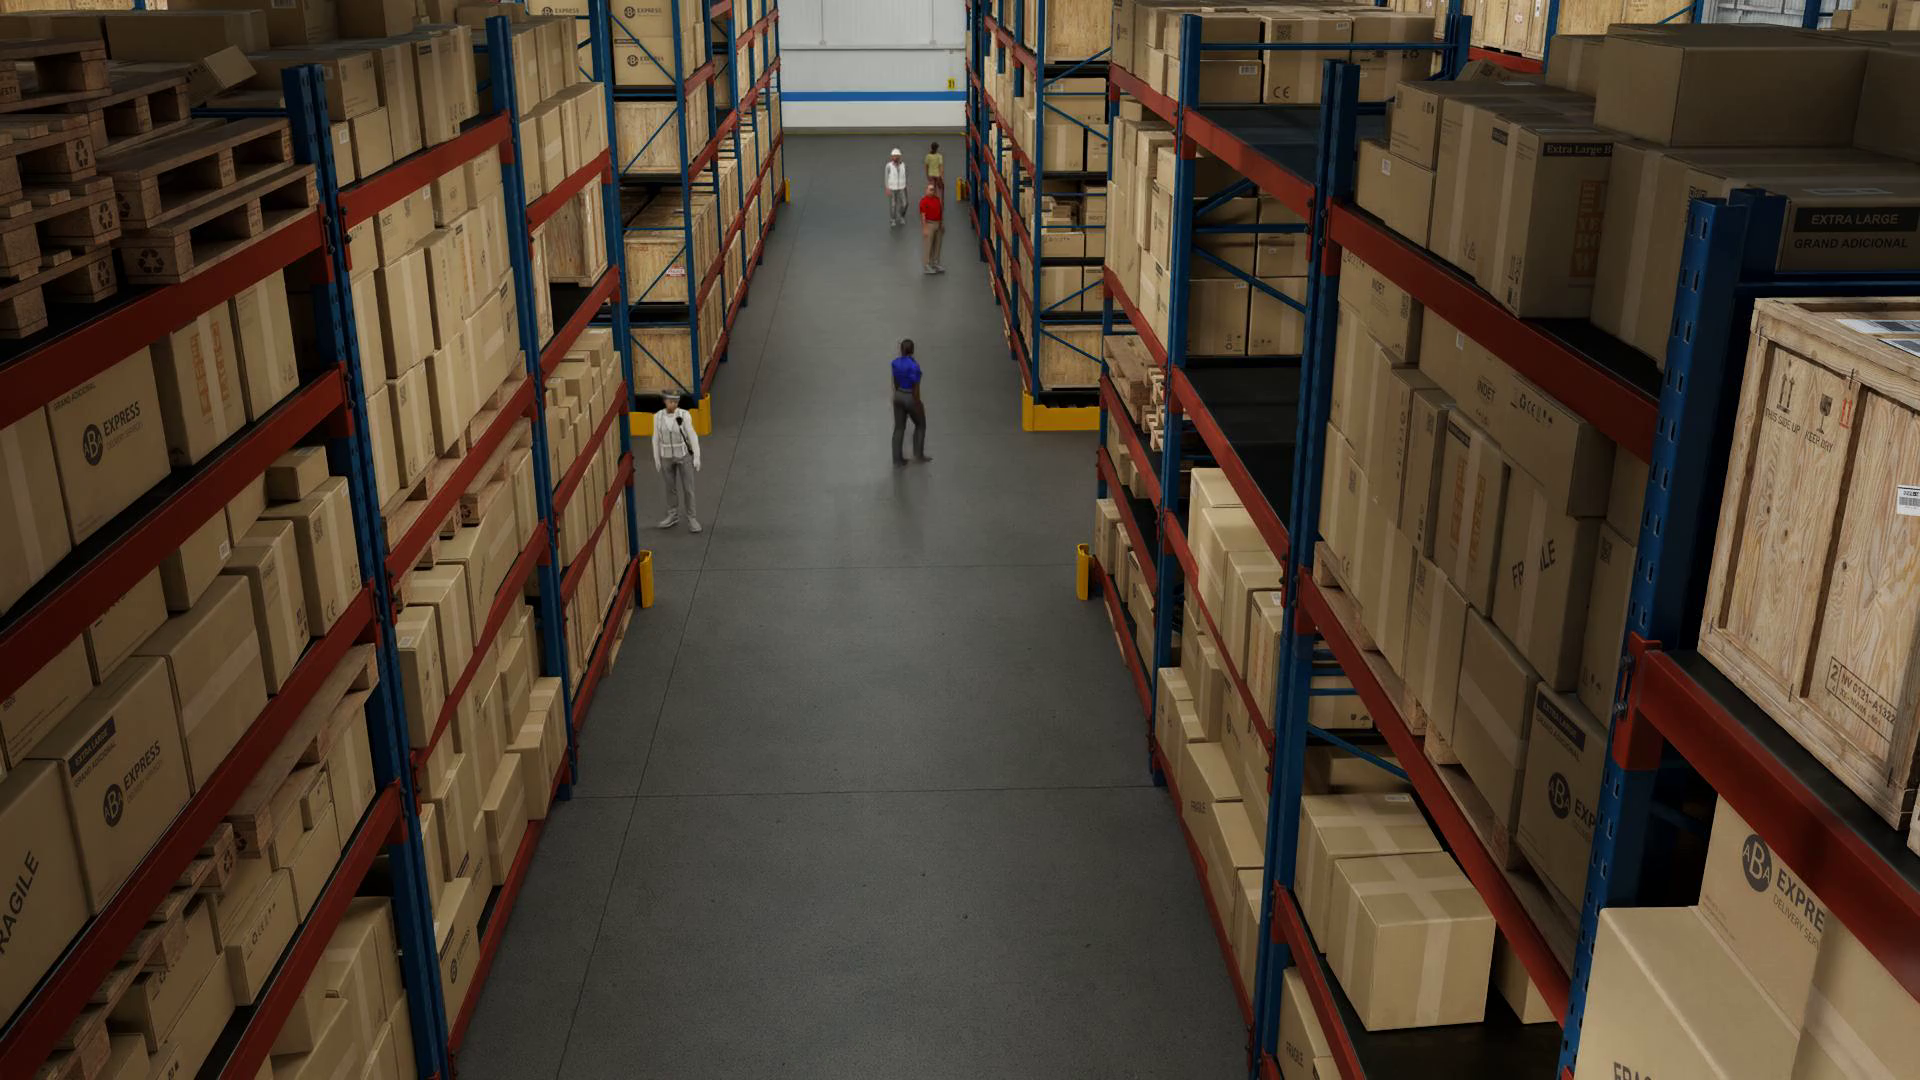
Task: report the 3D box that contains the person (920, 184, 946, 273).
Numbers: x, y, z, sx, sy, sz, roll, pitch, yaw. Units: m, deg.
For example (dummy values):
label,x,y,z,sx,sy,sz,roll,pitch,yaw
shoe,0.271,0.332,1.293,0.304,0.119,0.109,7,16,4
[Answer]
label,x,y,z,sx,sy,sz,roll,pitch,yaw
person,-0.531,-6.206,33.110,0.384,1.730,0.539,17,27,39

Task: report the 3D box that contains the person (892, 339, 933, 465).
label,x,y,z,sx,sy,sz,roll,pitch,yaw
person,-0.648,-1.784,21.403,0.475,1.666,0.575,12,24,30

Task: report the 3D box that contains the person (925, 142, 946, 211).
label,x,y,z,sx,sy,sz,roll,pitch,yaw
person,-0.592,-8.748,40.019,0.476,1.662,0.618,4,21,11

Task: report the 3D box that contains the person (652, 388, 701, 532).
label,x,y,z,sx,sy,sz,roll,pitch,yaw
person,-3.248,-0.940,19.076,0.547,1.681,0.352,1,21,4

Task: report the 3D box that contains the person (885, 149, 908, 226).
label,x,y,z,sx,sy,sz,roll,pitch,yaw
person,-1.459,-8.053,38.038,0.552,1.760,0.536,-6,21,-15
